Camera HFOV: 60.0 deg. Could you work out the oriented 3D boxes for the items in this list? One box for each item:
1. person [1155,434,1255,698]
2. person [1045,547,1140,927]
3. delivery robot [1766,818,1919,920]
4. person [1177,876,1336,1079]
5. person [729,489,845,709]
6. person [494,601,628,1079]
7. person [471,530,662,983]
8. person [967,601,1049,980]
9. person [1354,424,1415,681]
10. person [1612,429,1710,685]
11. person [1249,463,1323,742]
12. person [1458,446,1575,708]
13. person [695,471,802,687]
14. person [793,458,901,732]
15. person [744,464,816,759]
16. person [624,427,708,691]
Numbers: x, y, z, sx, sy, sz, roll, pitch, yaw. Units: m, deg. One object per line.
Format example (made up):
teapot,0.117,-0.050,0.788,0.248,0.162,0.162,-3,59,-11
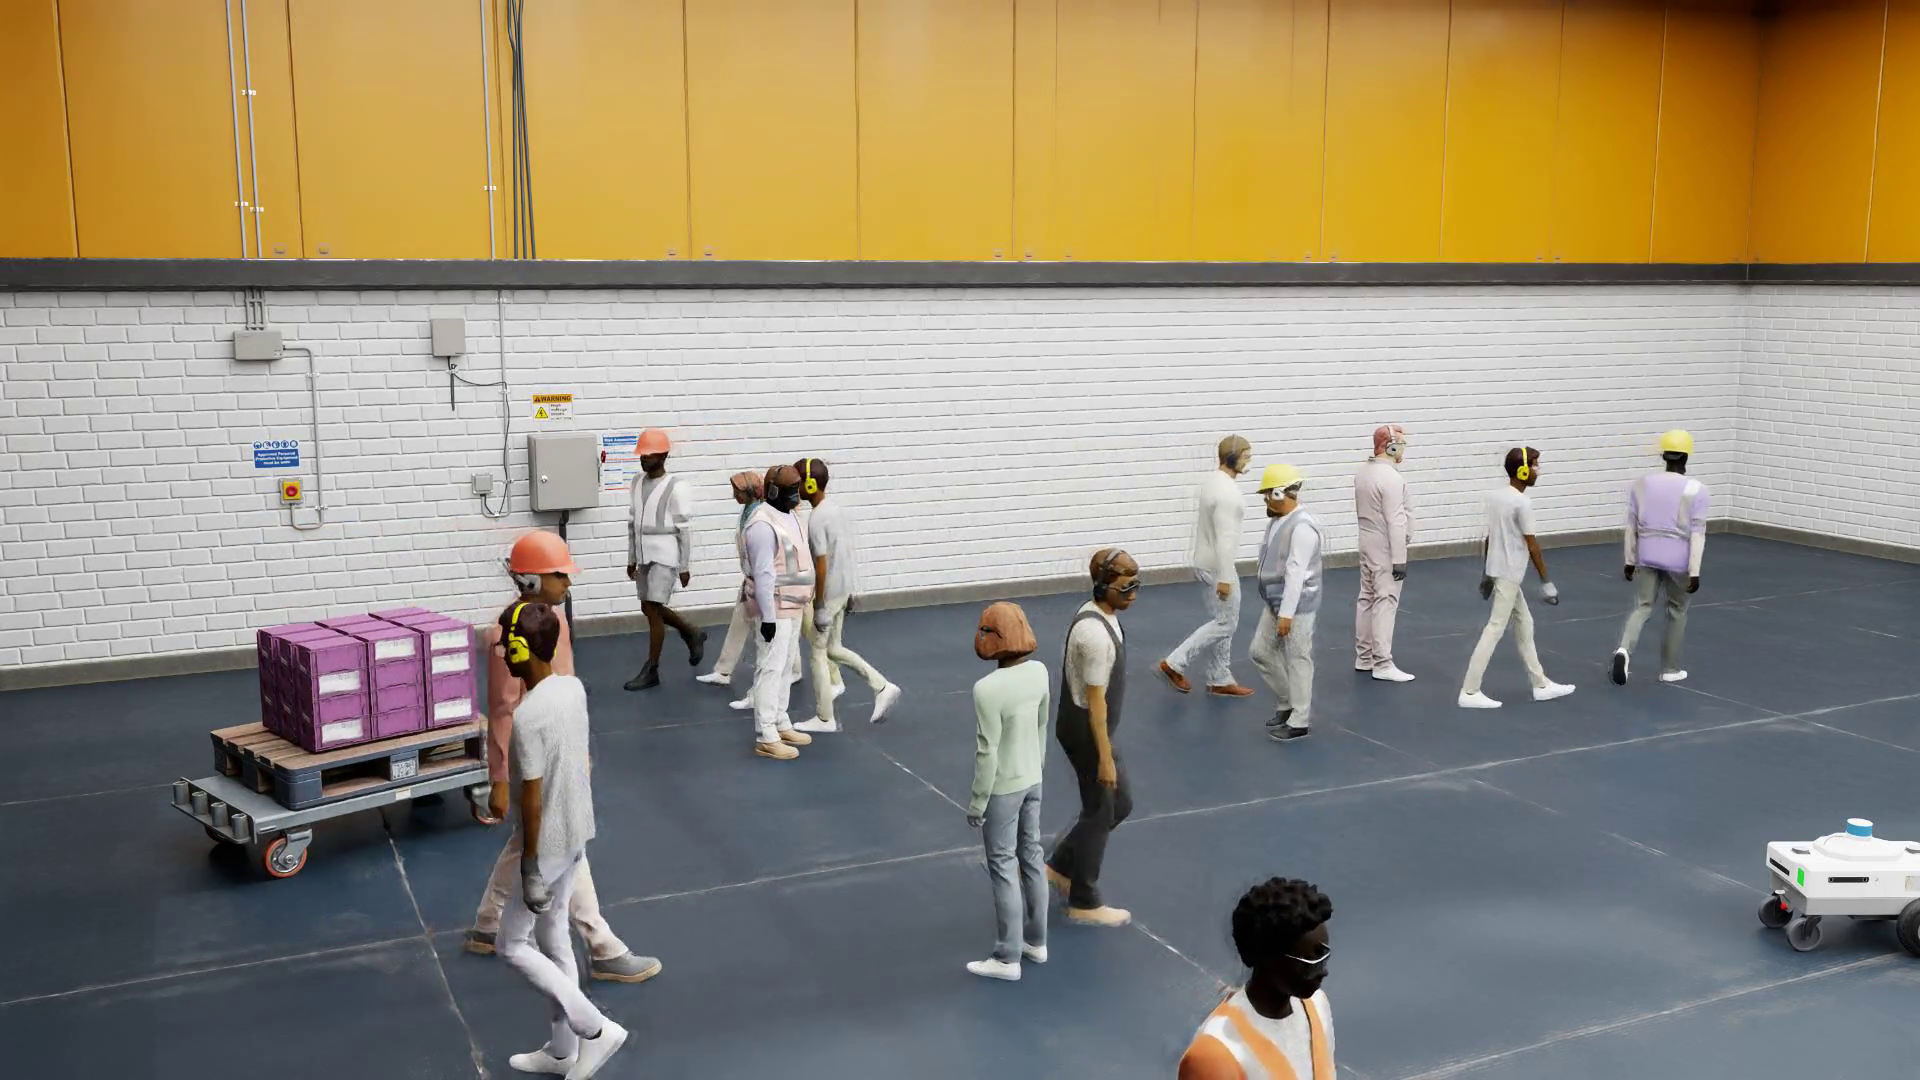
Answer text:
person,1.758,0.202,11.709,0.621,1.917,0.668,0,9,-1
person,0.617,0.916,7.619,0.410,1.812,0.545,2,9,9
delivery robot,4.053,1.506,7.529,0.707,0.478,0.477,0,9,0
person,0.755,1.588,3.852,0.714,1.664,0.549,7,12,37
person,-1.171,0.385,11.612,0.850,1.587,0.549,-7,11,-36
person,-1.510,1.133,6.171,0.441,1.843,0.516,2,9,14
person,-1.769,0.920,7.172,0.932,1.950,0.639,1,9,7
person,0.208,1.073,7.172,0.266,1.631,0.507,7,11,35
person,3.180,0.090,12.420,0.411,1.910,0.643,-2,9,-10
person,5.105,0.142,12.135,0.808,1.903,0.596,-9,13,-43
person,2.117,0.410,10.740,0.422,1.806,0.613,-2,9,-13
person,3.920,0.271,11.550,0.943,1.830,0.537,0,9,0
person,-1.516,0.301,12.035,0.839,1.590,0.537,-5,10,-29
person,-0.769,0.372,10.890,0.628,1.839,0.550,2,9,14
person,-1.122,0.438,10.475,0.428,1.840,0.631,2,9,11
person,-2.178,0.112,12.263,0.553,1.918,0.804,8,12,39
